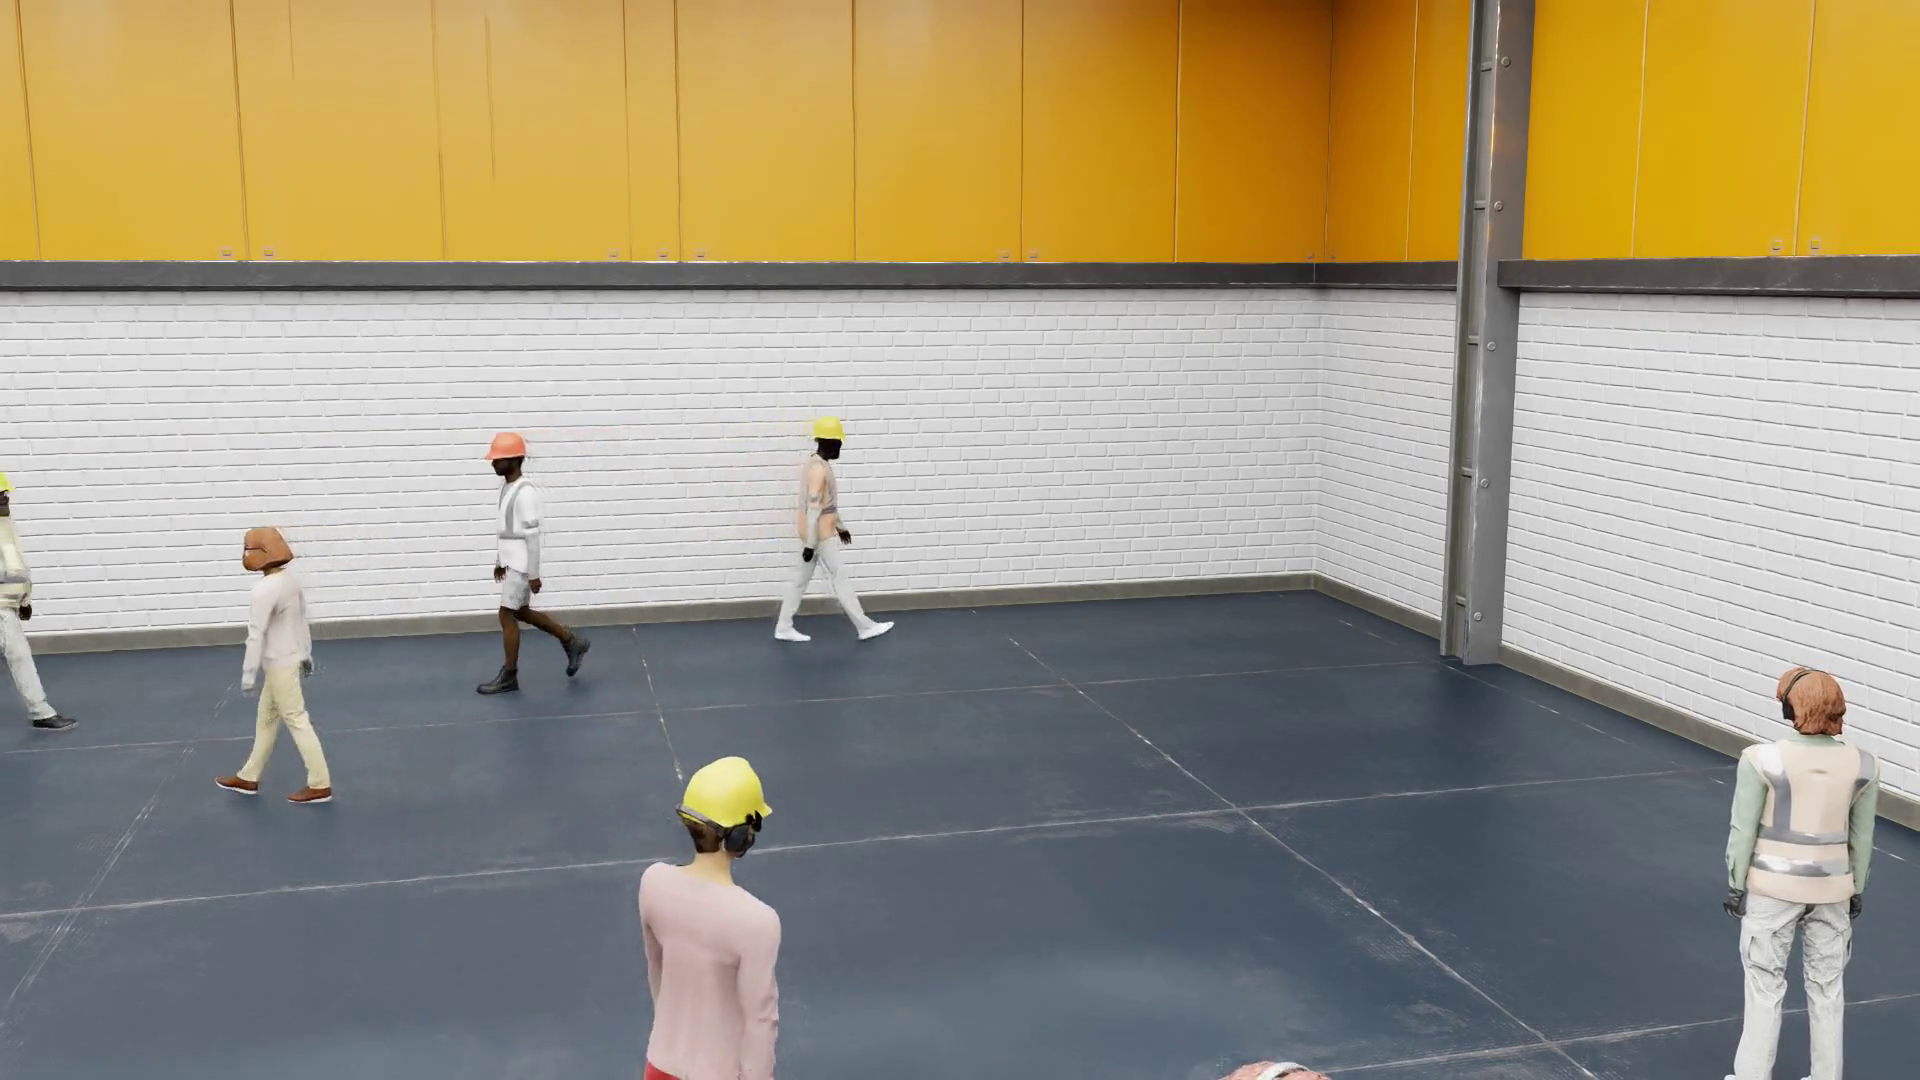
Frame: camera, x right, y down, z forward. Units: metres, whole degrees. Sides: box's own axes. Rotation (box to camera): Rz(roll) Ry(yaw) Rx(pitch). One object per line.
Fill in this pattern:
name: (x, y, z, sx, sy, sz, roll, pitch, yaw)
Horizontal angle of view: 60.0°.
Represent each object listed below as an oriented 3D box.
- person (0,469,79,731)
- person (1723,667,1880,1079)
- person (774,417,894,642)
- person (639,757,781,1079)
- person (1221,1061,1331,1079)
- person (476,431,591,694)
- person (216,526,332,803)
person: (-6.382, 0.389, 10.984, 0.911, 1.791, 0.603, -1, 9, -5)
person: (3.019, 1.268, 5.991, 0.509, 1.629, 0.315, 0, 9, 0)
person: (-1.071, -0.073, 13.607, 1.004, 1.871, 0.599, -2, 9, -10)
person: (-0.714, 1.447, 4.559, 0.527, 1.730, 0.873, 6, 11, 32)
person: (0.418, 1.689, 2.641, 0.663, 1.869, 0.964, -7, 11, -36)
person: (-3.127, 0.148, 12.121, 0.813, 1.912, 0.554, -5, 10, -26)
person: (-3.980, 0.718, 9.462, 0.784, 1.598, 0.530, 0, 9, -2)
